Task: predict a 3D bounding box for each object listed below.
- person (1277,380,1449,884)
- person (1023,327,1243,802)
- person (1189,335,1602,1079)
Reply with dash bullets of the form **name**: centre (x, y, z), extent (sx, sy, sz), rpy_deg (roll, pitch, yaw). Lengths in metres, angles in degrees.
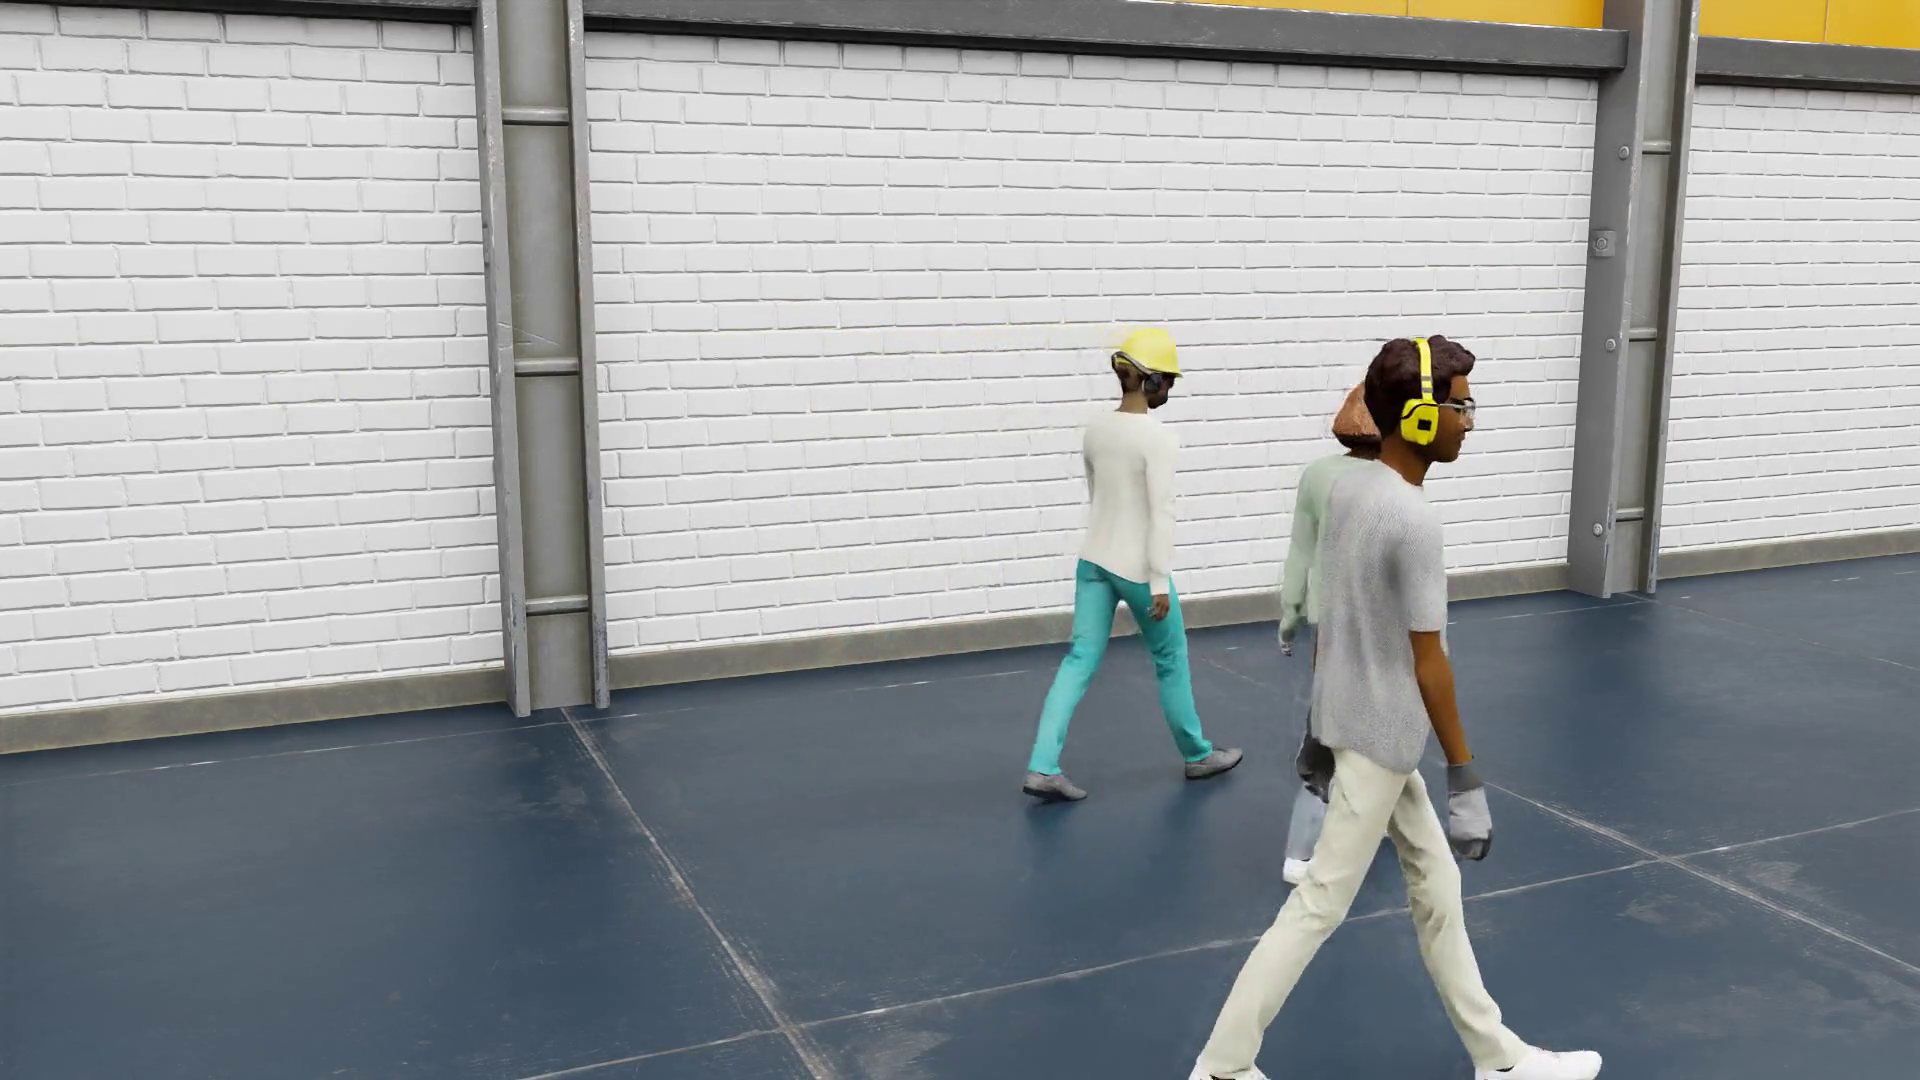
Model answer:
- **person**: centre (1.325, 0.277, 5.322), extent (0.794, 1.593, 0.504), rpy_deg (-6, 12, -29)
- **person**: centre (0.607, 0.092, 6.018), extent (0.948, 1.707, 0.530), rpy_deg (-7, 12, -34)
- **person**: centre (0.983, 0.456, 3.715), extent (0.999, 1.815, 0.550), rpy_deg (0, 10, 0)
